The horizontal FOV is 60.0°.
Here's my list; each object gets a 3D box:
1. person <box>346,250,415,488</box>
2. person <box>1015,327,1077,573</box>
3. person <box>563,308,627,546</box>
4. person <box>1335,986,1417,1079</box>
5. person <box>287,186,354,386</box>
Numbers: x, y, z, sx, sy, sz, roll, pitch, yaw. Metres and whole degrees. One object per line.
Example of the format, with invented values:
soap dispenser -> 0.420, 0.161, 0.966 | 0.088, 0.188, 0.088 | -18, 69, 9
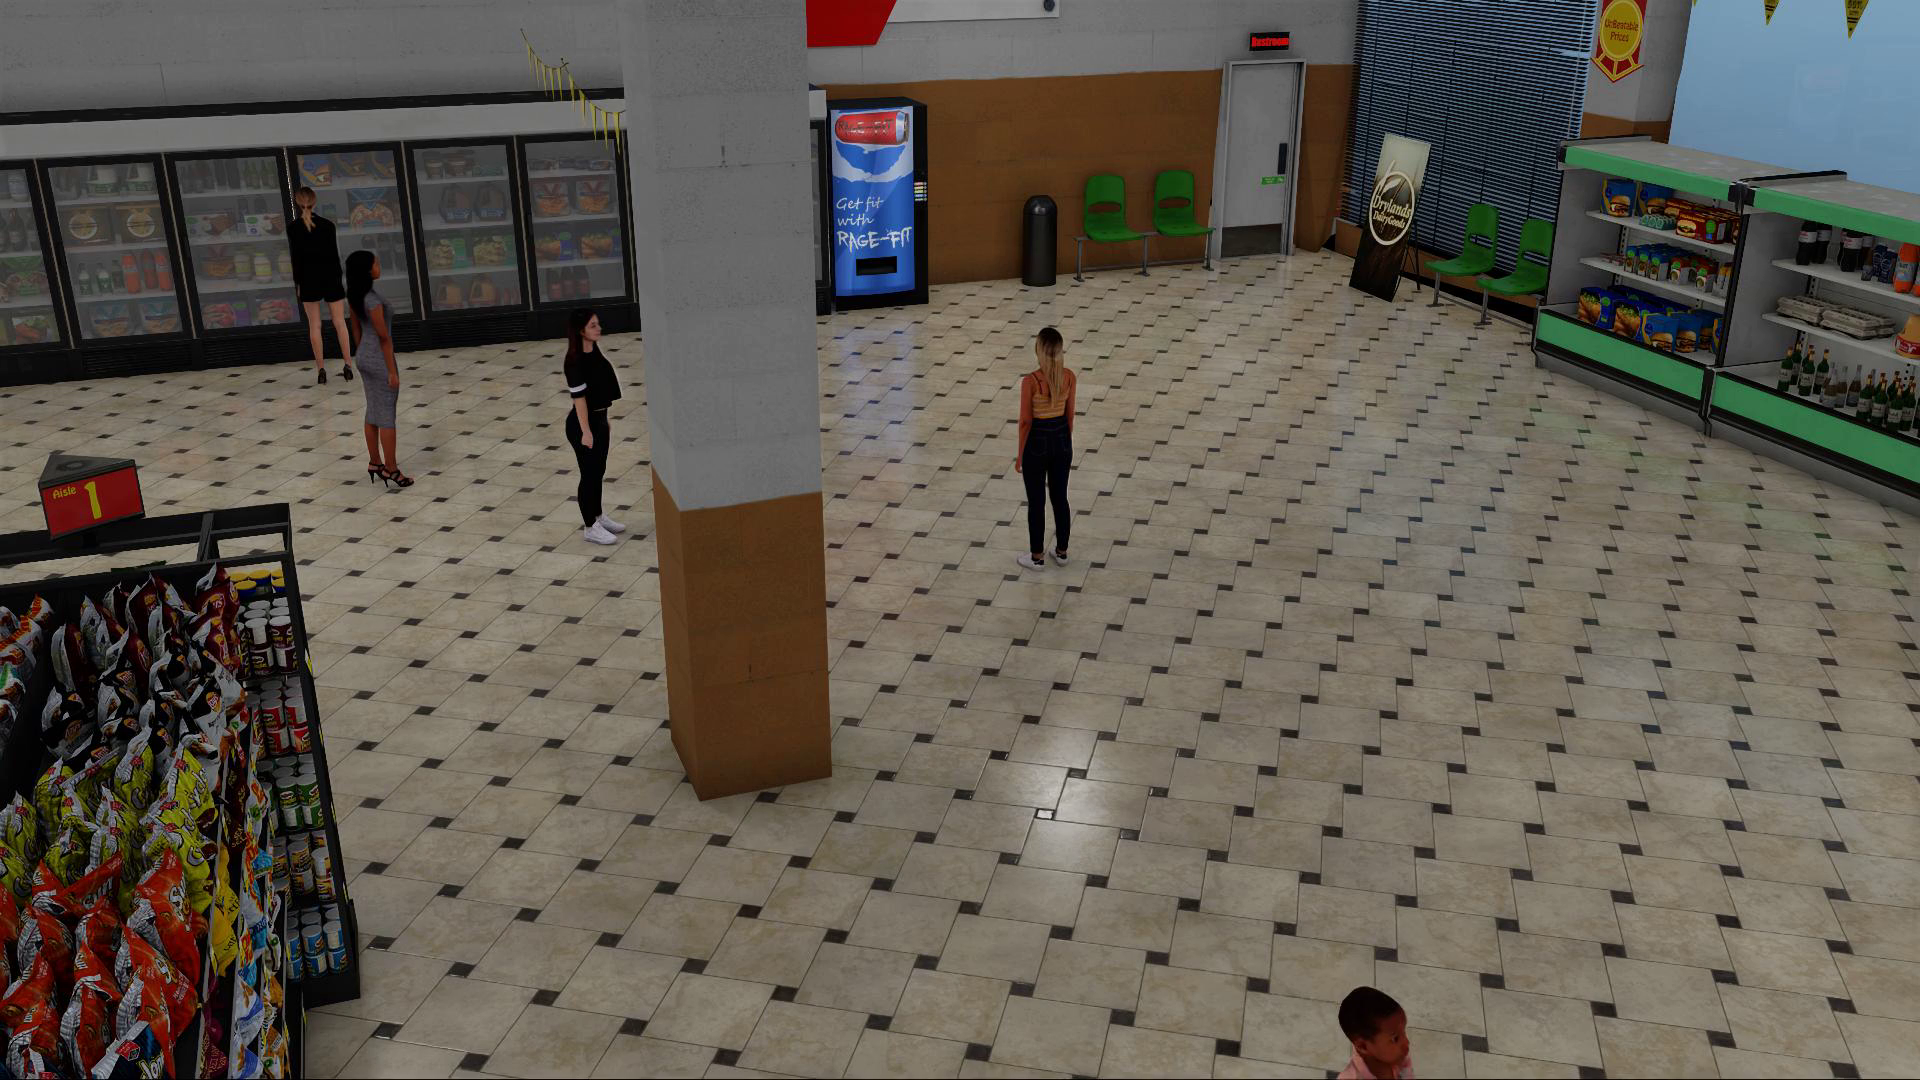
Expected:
person -> -4.340, -1.268, 12.359 | 0.607, 1.781, 0.727 | 20, 29, 41
person -> 0.569, -0.592, 10.880 | 0.596, 1.628, 0.538 | -11, 24, -25
person -> -2.524, -0.788, 11.354 | 0.759, 1.639, 0.660 | 2, 22, 6
person -> 1.171, 1.913, 5.125 | 0.966, 1.271, 0.797 | 17, 27, 35
person -> -5.735, -2.228, 14.906 | 0.577, 1.662, 0.539 | -10, 24, -23
